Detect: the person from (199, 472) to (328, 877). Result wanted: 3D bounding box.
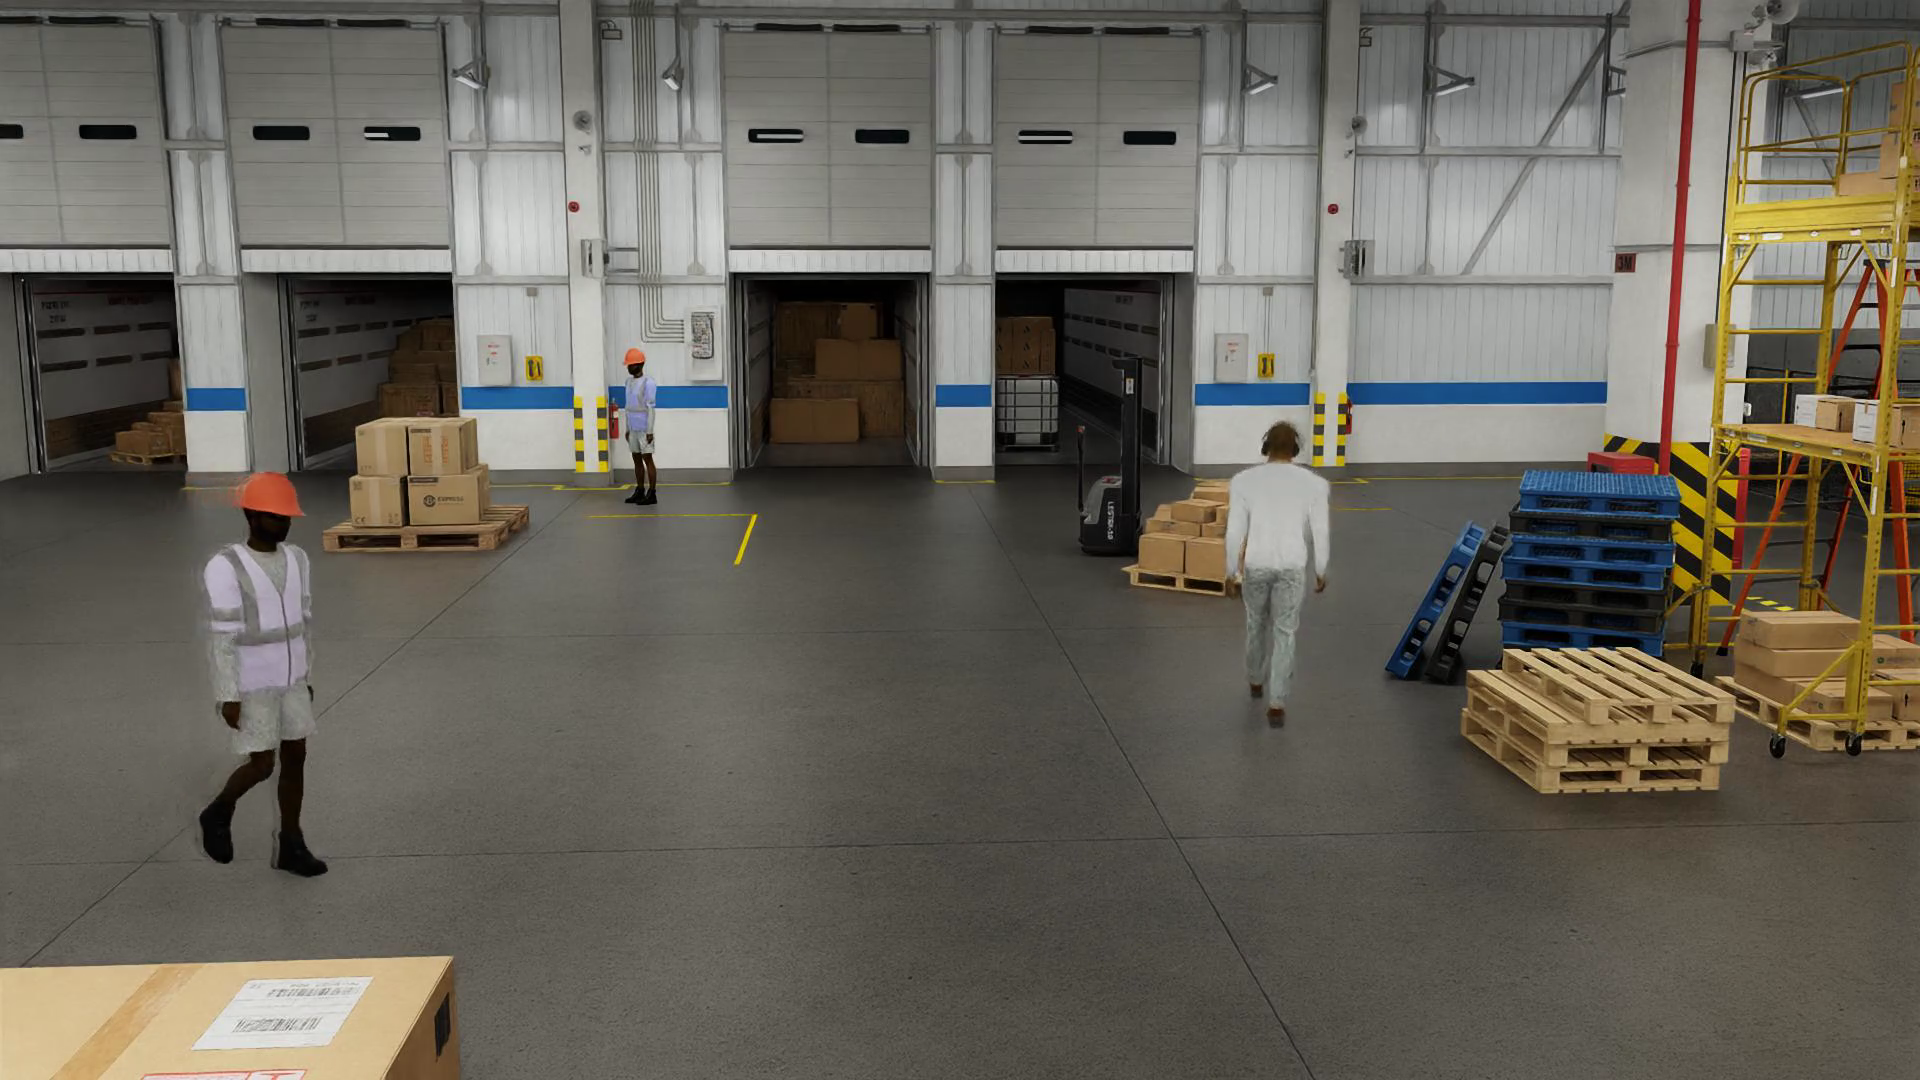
[{"bbox_3d":[-3.264,0.634,7.777,0.554,1.918,0.548,4,10,26],"label":"person"}]

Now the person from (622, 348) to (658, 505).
[{"bbox_3d":[-3.956,-1.389,20.456,0.543,1.930,0.389,9,12,43],"label":"person"}]

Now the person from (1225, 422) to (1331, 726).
[{"bbox_3d":[2.040,0.185,10.697,0.661,1.879,1.031,2,9,11],"label":"person"}]

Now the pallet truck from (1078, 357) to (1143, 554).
[{"bbox_3d":[2.088,-0.836,16.757,1.885,1.965,0.823,2,9,13],"label":"pallet truck"}]
